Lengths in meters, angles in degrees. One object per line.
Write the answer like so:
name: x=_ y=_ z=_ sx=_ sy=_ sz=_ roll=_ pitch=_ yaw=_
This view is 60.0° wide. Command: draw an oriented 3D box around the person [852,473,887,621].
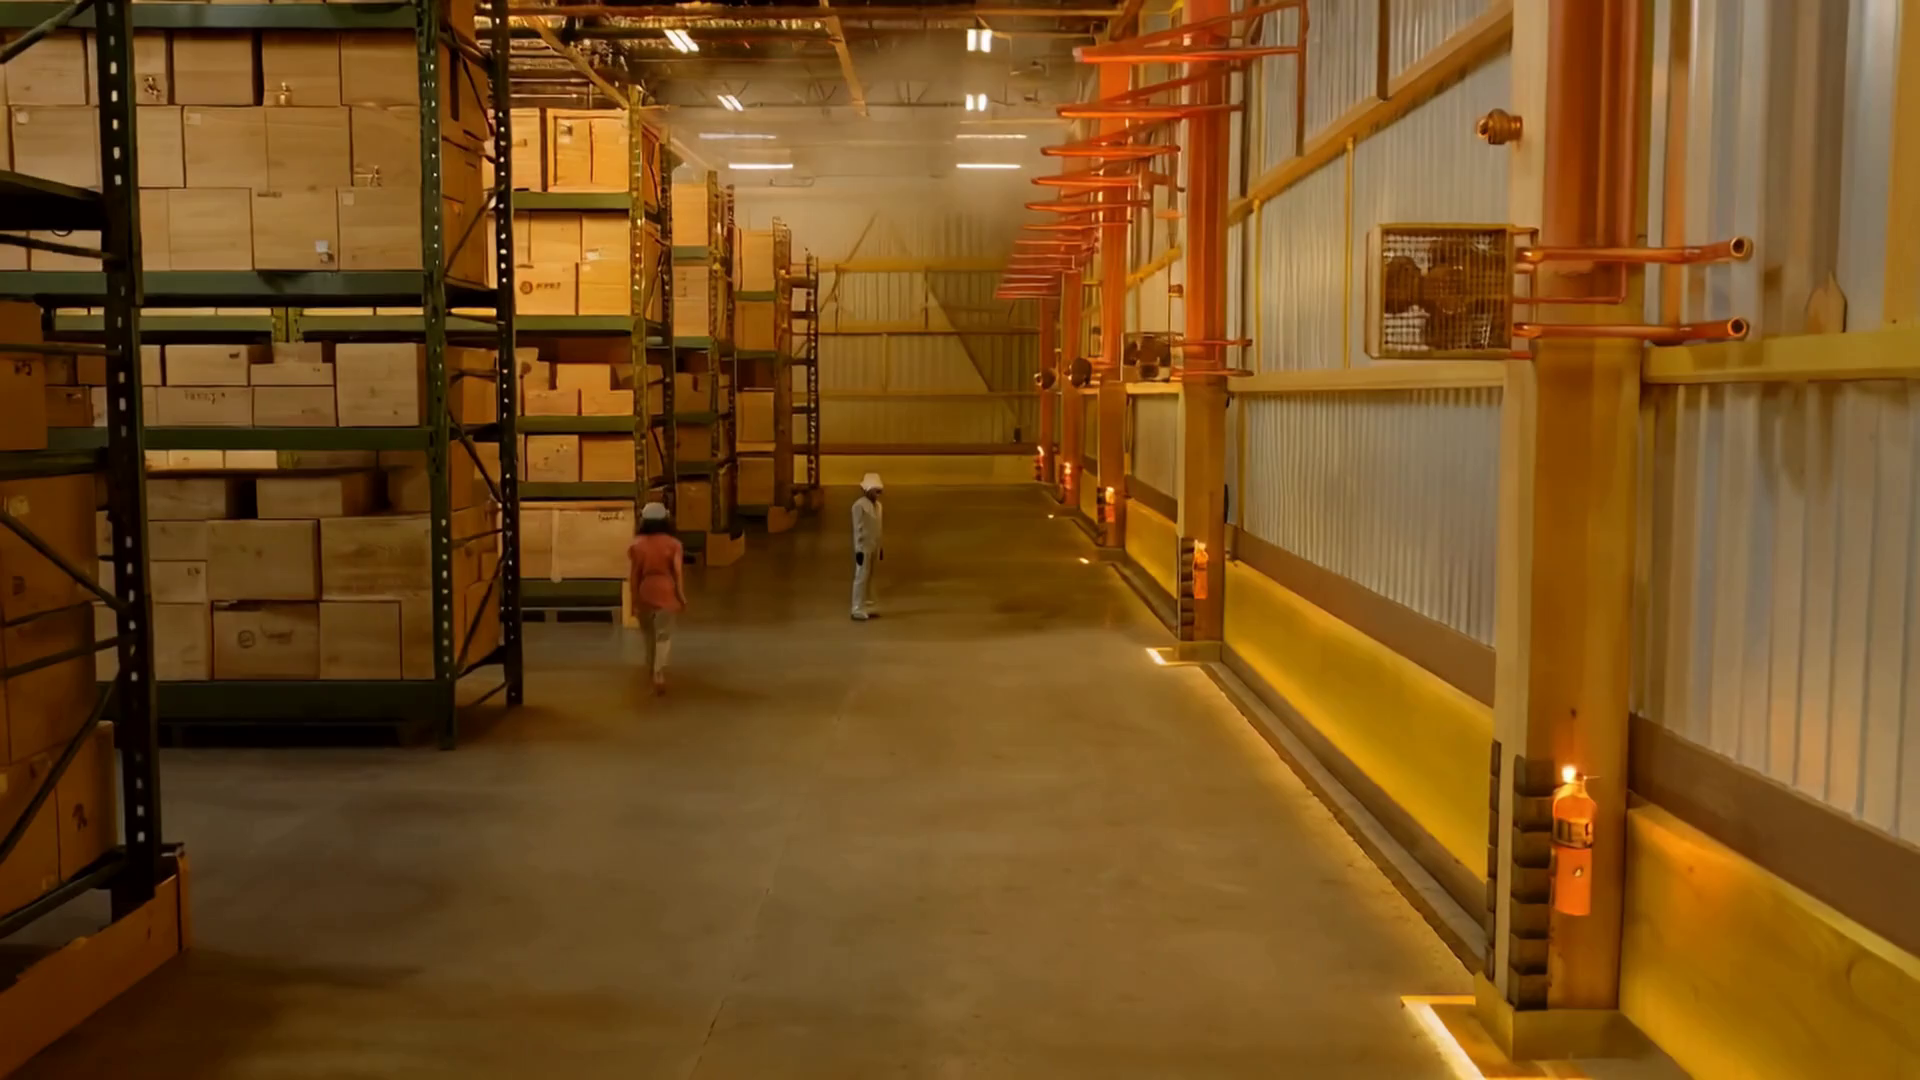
person: x=-1.044 y=0.081 z=19.538 sx=0.353 sy=1.742 sz=0.563 roll=3 pitch=6 yaw=28

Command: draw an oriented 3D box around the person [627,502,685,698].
person: x=-2.685 y=0.517 z=14.636 sx=0.486 sy=1.708 sz=0.840 roll=0 pitch=5 yaw=-2

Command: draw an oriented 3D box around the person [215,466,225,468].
person: x=-7.241 y=0.251 z=16.360 sx=0.605 sy=1.948 sz=0.406 roll=-3 pitch=6 yaw=-33
